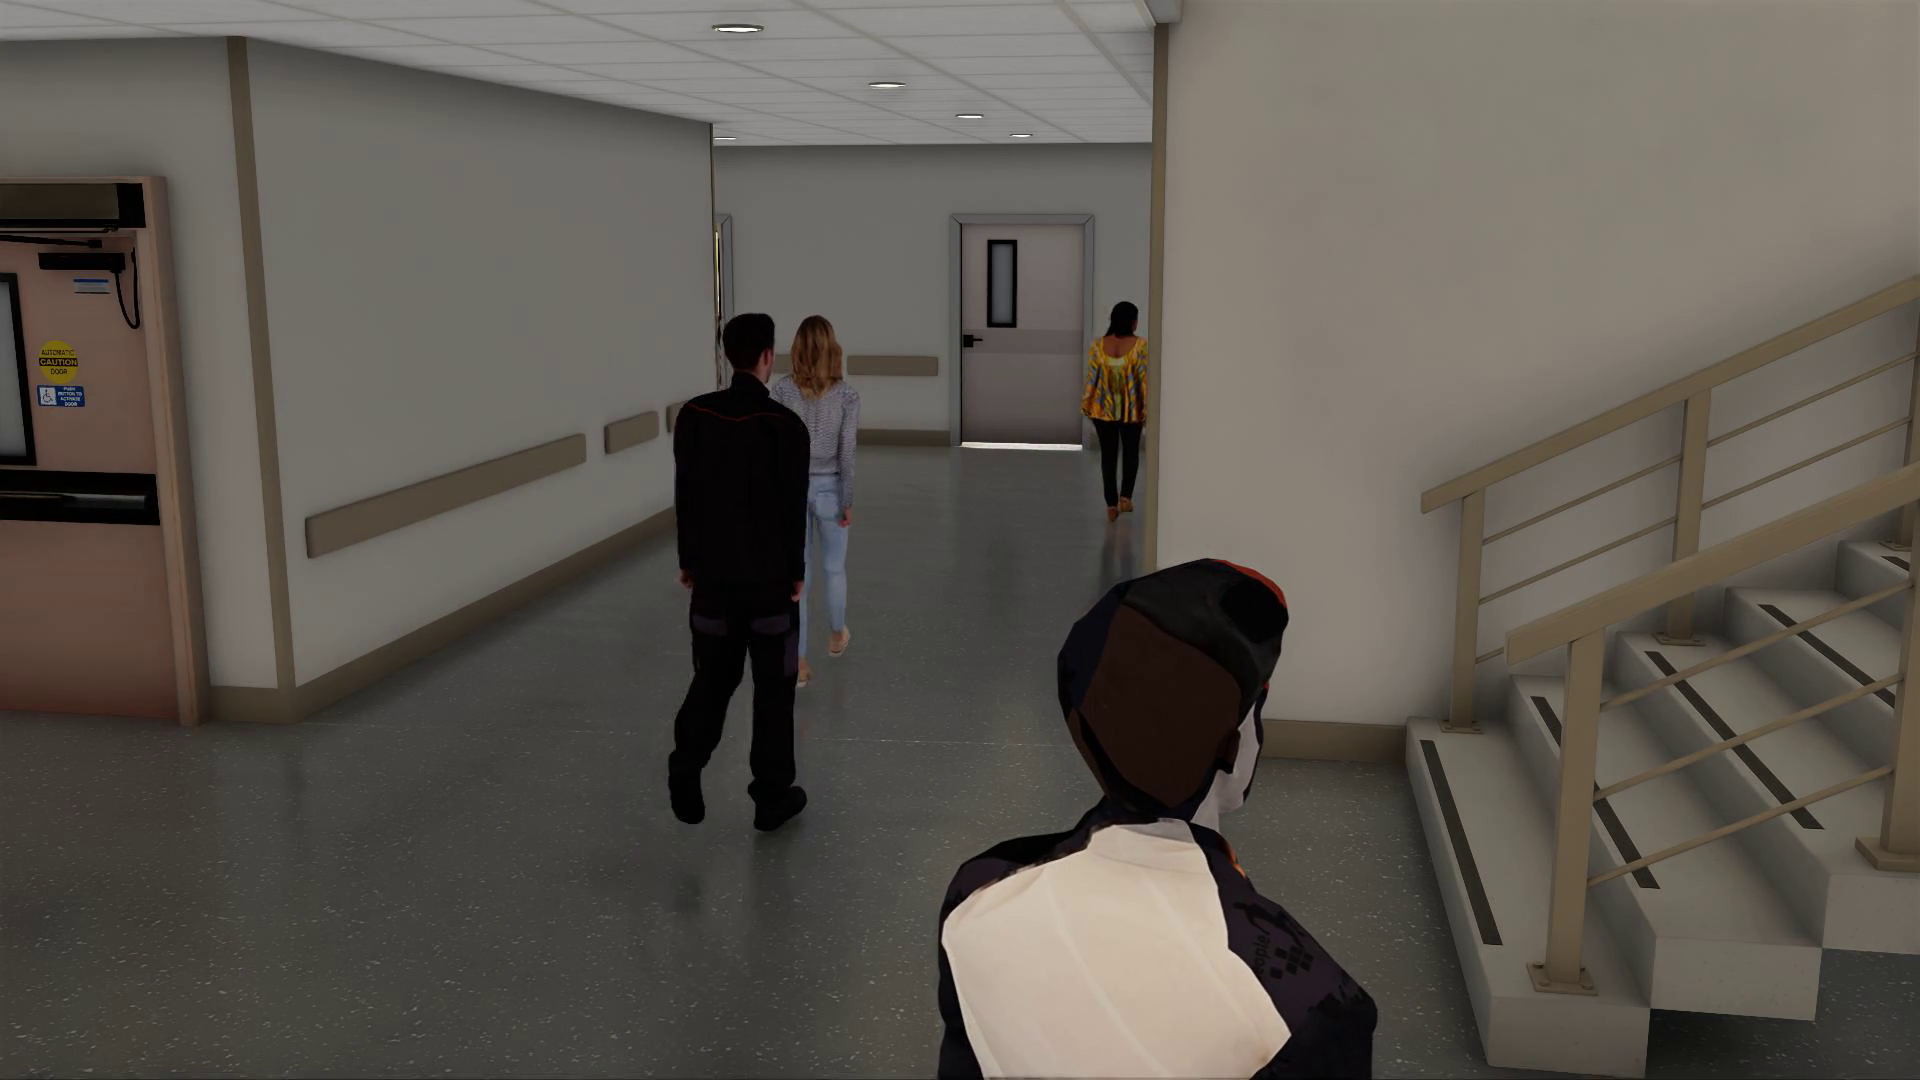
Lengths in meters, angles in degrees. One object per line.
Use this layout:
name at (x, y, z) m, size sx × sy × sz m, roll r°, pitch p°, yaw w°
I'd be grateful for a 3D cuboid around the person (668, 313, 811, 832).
person at (-0.811, 0.157, 5.952) m, size 0.895 × 1.891 × 0.824 m, roll 4°, pitch 11°, yaw 18°

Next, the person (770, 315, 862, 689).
person at (-0.726, -0.140, 7.910) m, size 1.151 × 1.744 × 0.711 m, roll 1°, pitch 11°, yaw 7°

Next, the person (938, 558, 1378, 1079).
person at (0.199, 0.950, 1.766) m, size 0.708 × 1.893 × 0.829 m, roll 9°, pitch 14°, yaw 39°

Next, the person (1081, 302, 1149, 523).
person at (1.169, -0.939, 12.418) m, size 0.638 × 1.633 × 0.742 m, roll 2°, pitch 11°, yaw 10°
